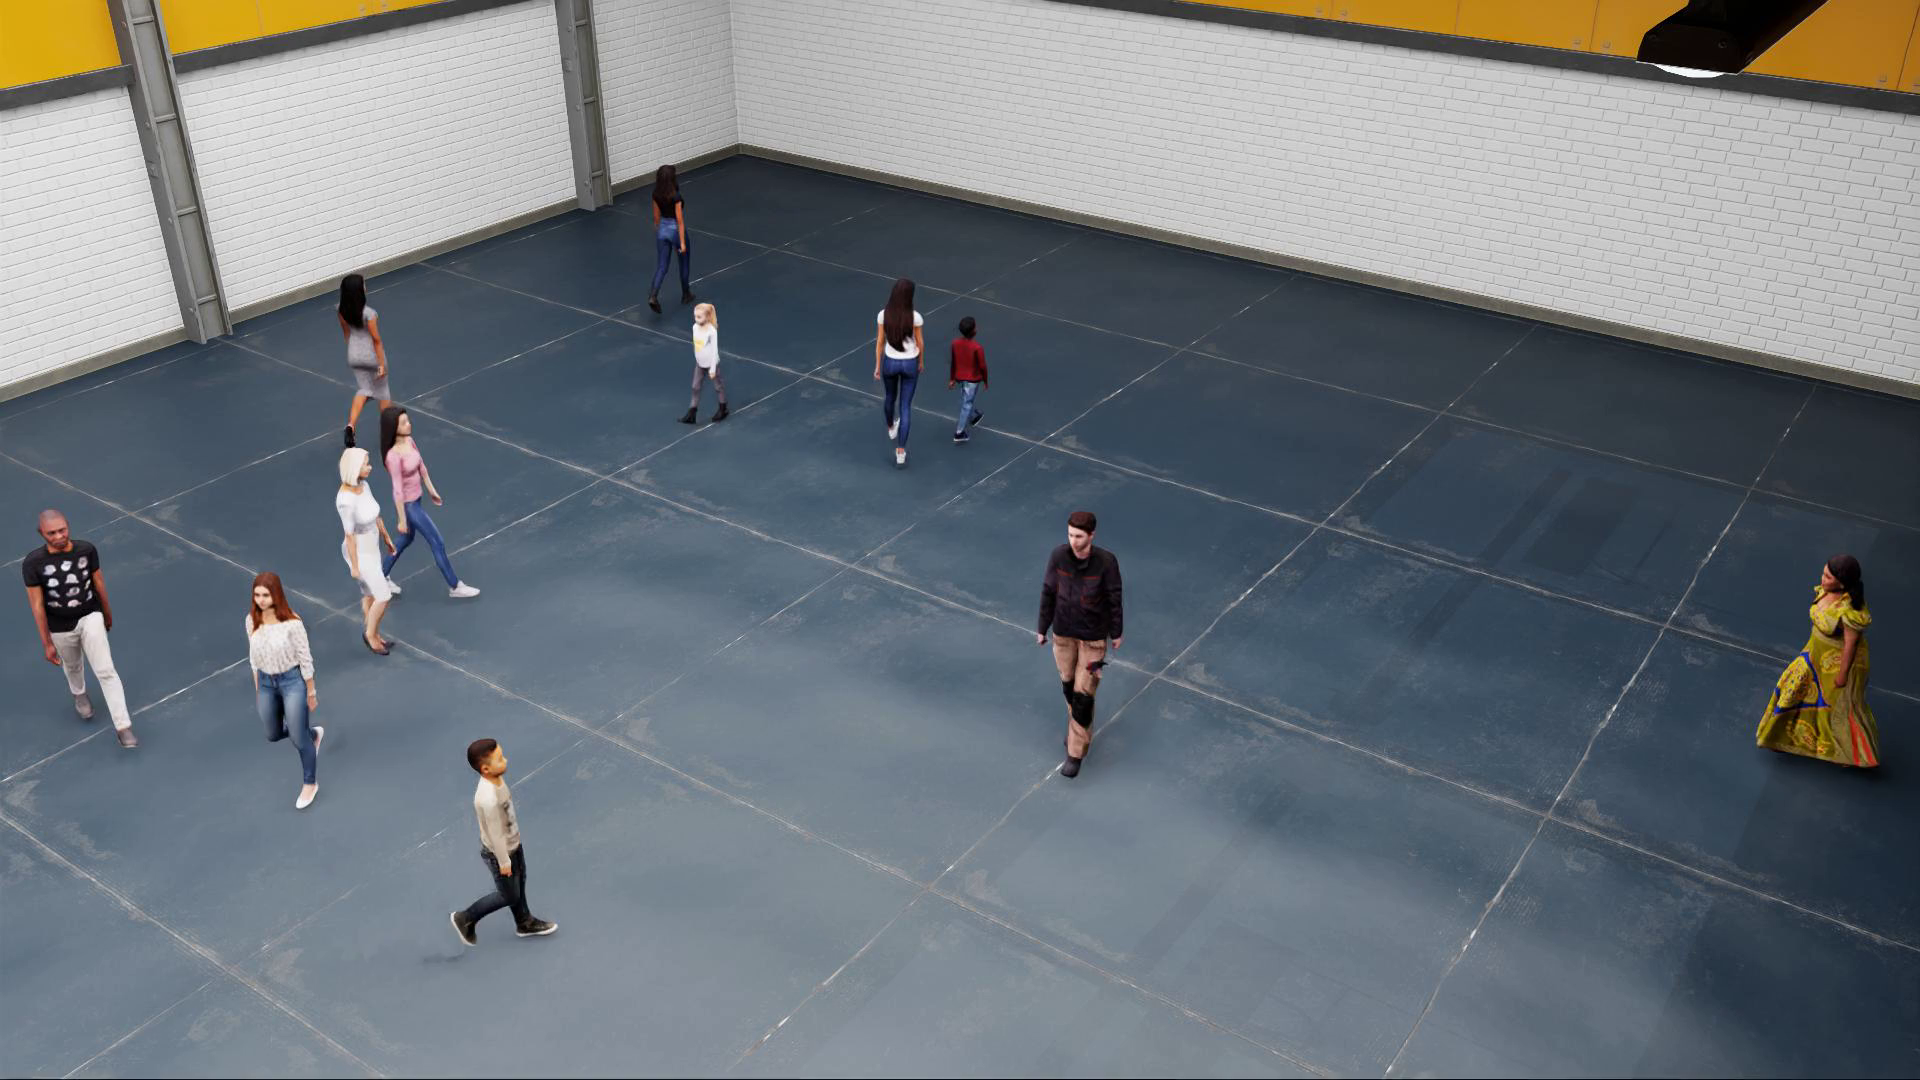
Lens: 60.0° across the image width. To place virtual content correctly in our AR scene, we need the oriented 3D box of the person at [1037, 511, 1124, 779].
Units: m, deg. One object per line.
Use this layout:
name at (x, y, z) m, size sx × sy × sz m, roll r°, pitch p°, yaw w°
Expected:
person at (0.867, 0.624, 11.545) m, size 0.830 × 1.898 × 1.058 m, roll 12°, pitch 31°, yaw 20°

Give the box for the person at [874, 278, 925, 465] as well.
person at (-0.555, -1.560, 15.725) m, size 0.897 × 1.729 × 1.139 m, roll 4°, pitch 29°, yaw 7°

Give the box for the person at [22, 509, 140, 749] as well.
person at (-6.288, 0.583, 11.775) m, size 1.268 × 1.749 × 0.995 m, roll -21°, pitch 35°, yaw -33°

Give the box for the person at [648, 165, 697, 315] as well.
person at (-3.379, -3.437, 19.185) m, size 0.737 × 1.710 × 1.171 m, roll 11°, pitch 30°, yaw 19°

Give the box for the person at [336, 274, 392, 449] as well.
person at (-5.724, -1.662, 15.877) m, size 0.780 × 1.762 × 1.014 m, roll 8°, pitch 30°, yaw 15°

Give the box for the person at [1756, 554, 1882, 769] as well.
person at (6.065, 0.841, 11.445) m, size 1.239 × 1.611 × 1.194 m, roll -5°, pitch 29°, yaw -9°

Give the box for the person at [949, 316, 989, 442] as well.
person at (0.045, -1.550, 16.229) m, size 0.518 × 1.229 × 0.863 m, roll 18°, pitch 33°, yaw 29°

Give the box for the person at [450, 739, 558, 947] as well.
person at (-2.772, 1.817, 9.821) m, size 0.892 × 1.453 × 0.848 m, roll -3°, pitch 29°, yaw -6°

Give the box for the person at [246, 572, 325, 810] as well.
person at (-4.489, 0.945, 11.147) m, size 0.786 × 1.715 × 0.922 m, roll 4°, pitch 29°, yaw 8°

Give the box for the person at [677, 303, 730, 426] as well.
person at (-2.465, -1.773, 16.610) m, size 0.507 × 1.254 × 0.824 m, roll 19°, pitch 34°, yaw 31°

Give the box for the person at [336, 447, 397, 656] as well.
person at (-4.619, 0.102, 12.673) m, size 0.732 × 1.733 × 0.657 m, roll -1°, pitch 29°, yaw -3°

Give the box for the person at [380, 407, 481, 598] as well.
person at (-4.504, -0.280, 13.403) m, size 1.093 × 1.705 × 1.115 m, roll -1°, pitch 29°, yaw -2°
